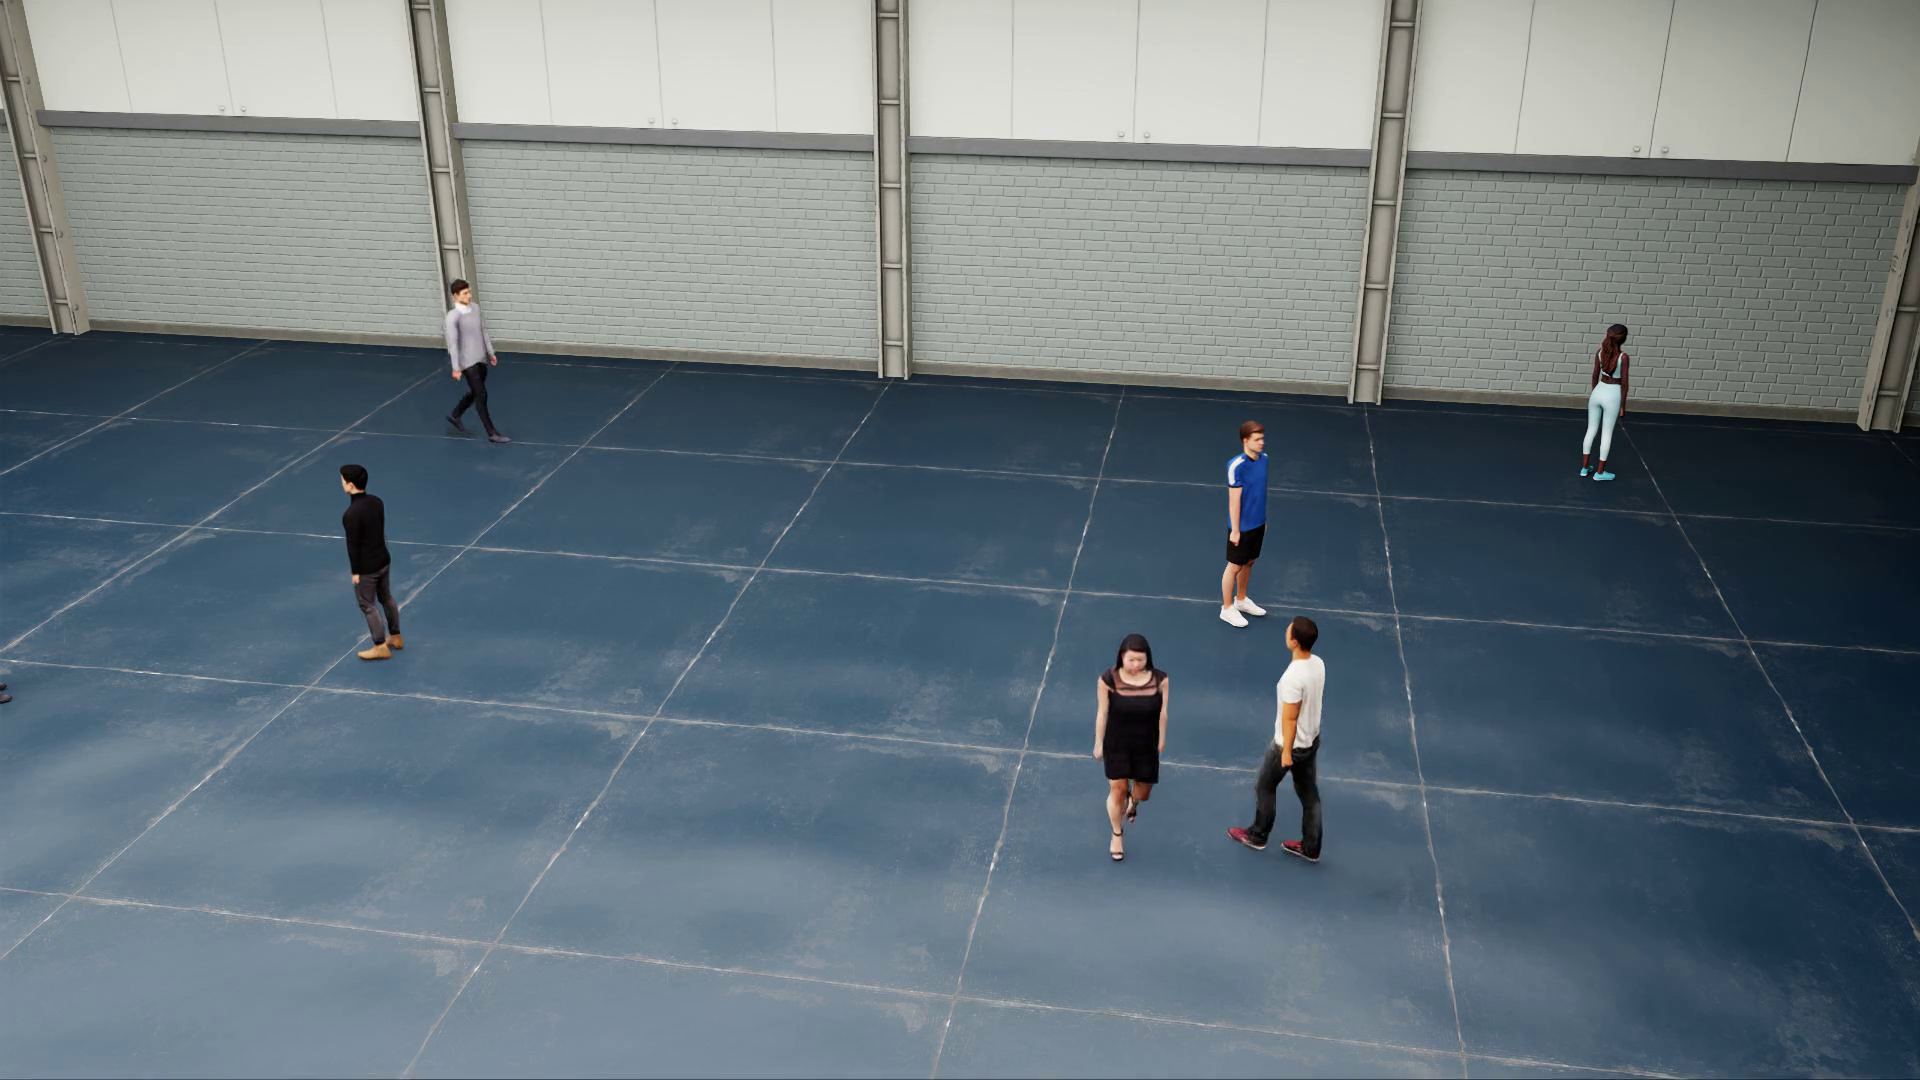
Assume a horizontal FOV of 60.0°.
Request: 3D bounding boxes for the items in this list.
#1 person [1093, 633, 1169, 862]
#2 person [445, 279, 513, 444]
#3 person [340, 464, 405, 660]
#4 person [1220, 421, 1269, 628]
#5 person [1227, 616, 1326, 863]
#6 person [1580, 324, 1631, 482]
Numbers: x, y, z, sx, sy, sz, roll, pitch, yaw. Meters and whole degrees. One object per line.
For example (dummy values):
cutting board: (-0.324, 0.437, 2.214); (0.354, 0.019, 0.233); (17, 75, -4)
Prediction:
person: (1.142, 1.368, 11.314); (0.766, 1.704, 0.783); (0, 23, 1)
person: (-5.689, -2.075, 19.139); (1.237, 1.916, 0.853); (7, 24, 16)
person: (-5.003, 0.168, 14.120); (0.532, 1.718, 0.657); (6, 24, 14)
person: (2.529, -0.174, 14.732); (0.751, 1.866, 0.737); (19, 30, 38)
person: (2.339, 1.382, 11.181); (1.016, 1.782, 0.903); (16, 28, 34)
person: (7.010, -1.507, 18.047); (0.716, 1.725, 0.649); (-17, 28, -34)
